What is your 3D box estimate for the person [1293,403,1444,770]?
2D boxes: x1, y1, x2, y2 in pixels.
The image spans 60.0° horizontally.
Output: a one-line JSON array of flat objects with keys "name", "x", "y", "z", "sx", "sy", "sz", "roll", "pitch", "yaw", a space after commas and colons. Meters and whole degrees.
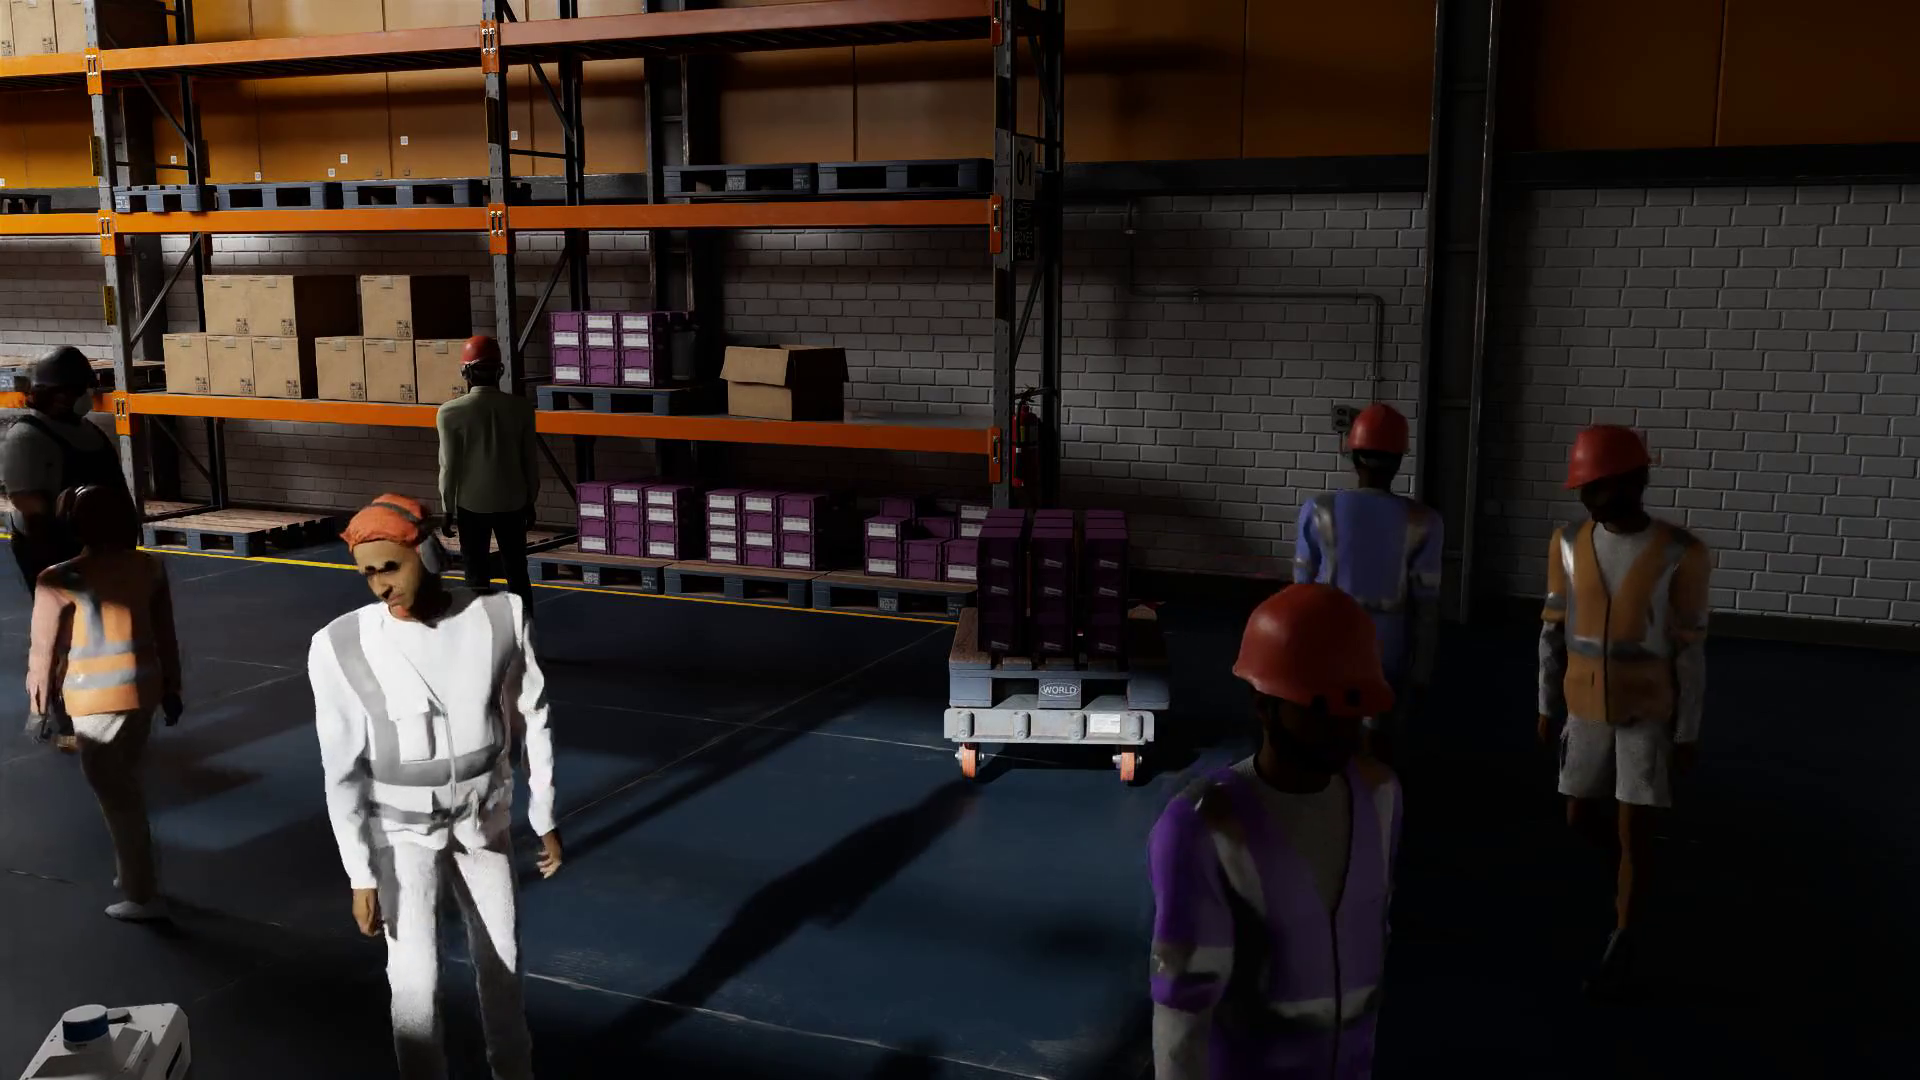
[{"name": "person", "x": 1.550, "y": 0.426, "z": 6.378, "sx": 0.545, "sy": 1.898, "sz": 0.958, "roll": 2, "pitch": 10, "yaw": 9}]

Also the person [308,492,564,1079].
[{"name": "person", "x": -1.358, "y": 0.776, "z": 4.368, "sx": 0.616, "sy": 1.852, "sz": 0.570, "roll": -6, "pitch": 11, "yaw": -33}]

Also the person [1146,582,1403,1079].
[{"name": "person", "x": 0.587, "y": 1.002, "z": 2.944, "sx": 0.570, "sy": 1.880, "sz": 1.008, "roll": -5, "pitch": 11, "yaw": -26}]

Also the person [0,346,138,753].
[{"name": "person", "x": -4.321, "y": 0.051, "z": 8.166, "sx": 0.538, "sy": 2.000, "sz": 0.690, "roll": 2, "pitch": 10, "yaw": 10}]

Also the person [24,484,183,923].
[{"name": "person", "x": -3.175, "y": 0.603, "z": 6.126, "sx": 0.581, "sy": 1.619, "sz": 0.518, "roll": 4, "pitch": 10, "yaw": 21}]

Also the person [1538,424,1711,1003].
[{"name": "person", "x": 2.262, "y": 0.544, "z": 5.656, "sx": 0.561, "sy": 1.905, "sz": 0.740, "roll": 8, "pitch": 13, "yaw": 41}]

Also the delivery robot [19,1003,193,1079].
[{"name": "delivery robot", "x": -2.178, "y": 1.412, "z": 4.176, "sx": 0.477, "sy": 0.478, "sz": 0.707, "roll": -2, "pitch": 10, "yaw": -13}]

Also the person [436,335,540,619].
[{"name": "person", "x": -2.809, "y": -0.220, "z": 9.929, "sx": 0.611, "sy": 1.995, "sz": 0.380, "roll": -7, "pitch": 12, "yaw": -37}]
